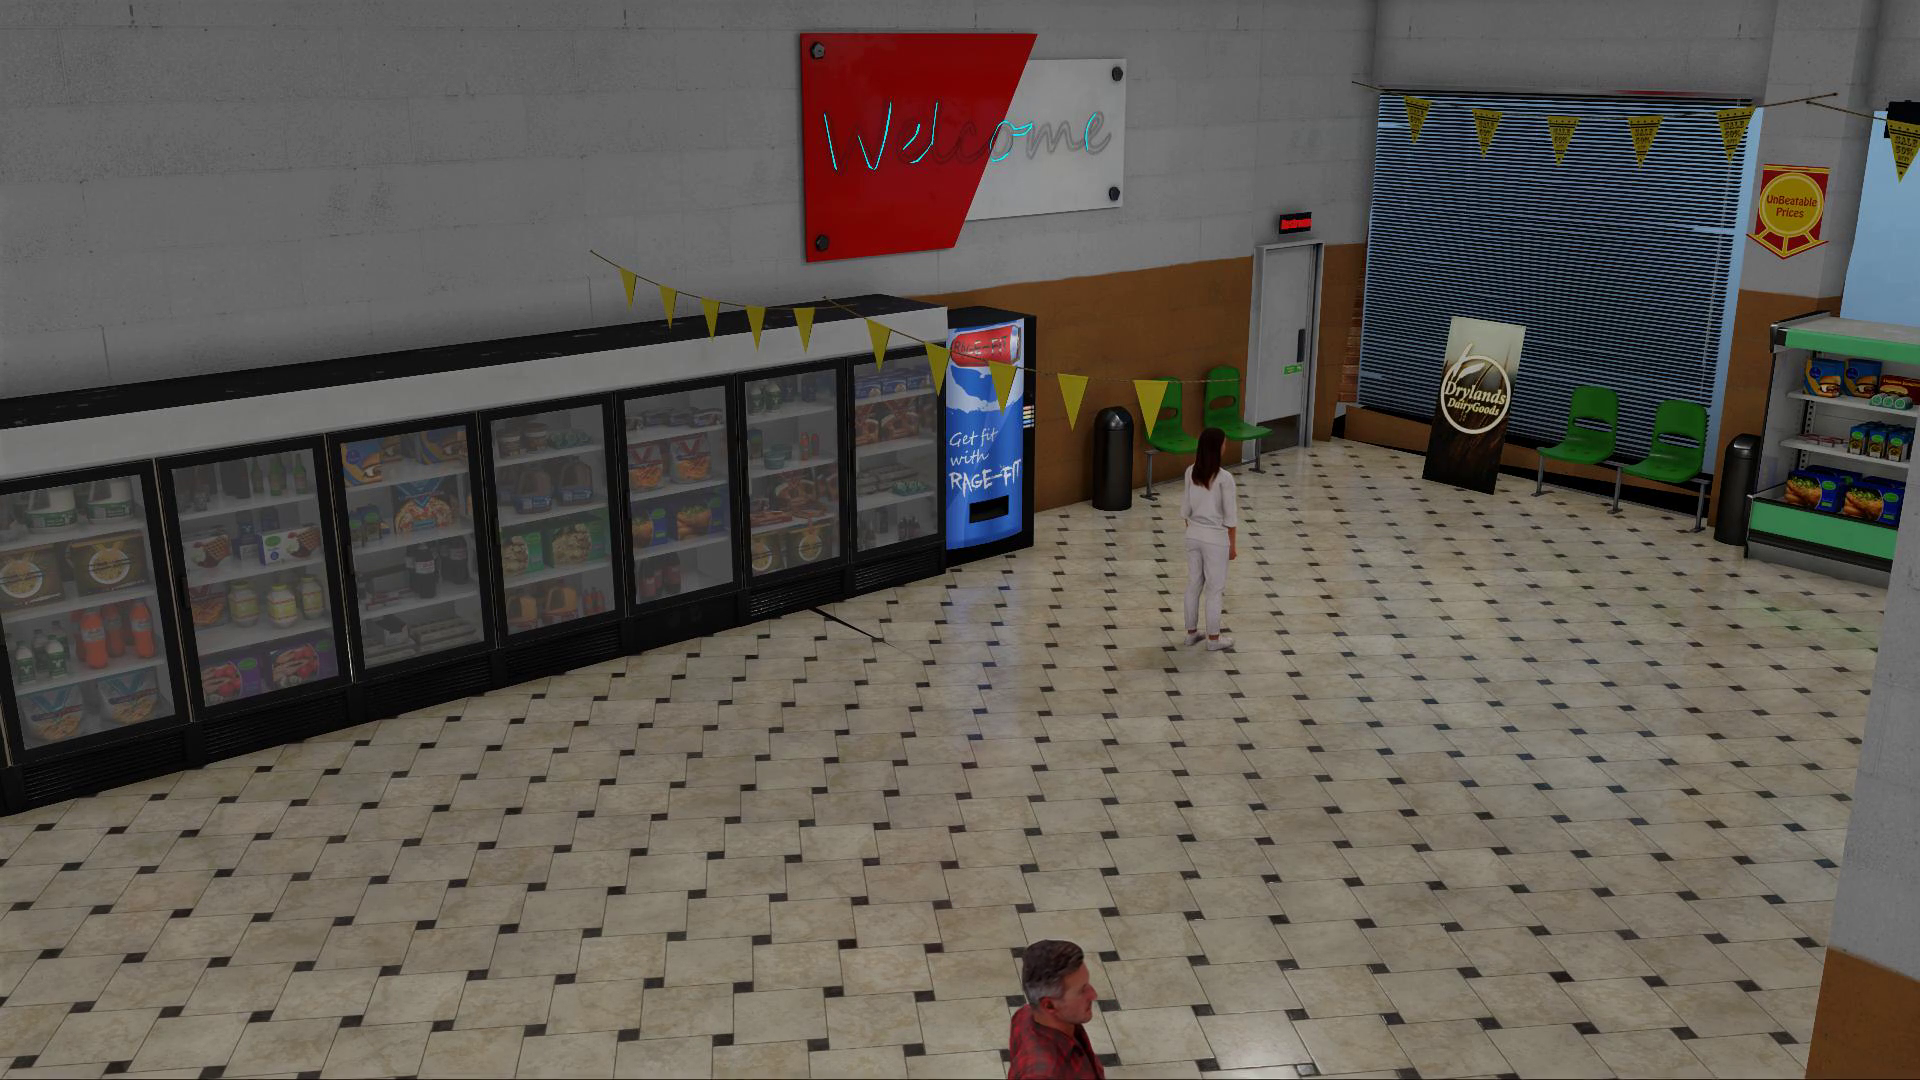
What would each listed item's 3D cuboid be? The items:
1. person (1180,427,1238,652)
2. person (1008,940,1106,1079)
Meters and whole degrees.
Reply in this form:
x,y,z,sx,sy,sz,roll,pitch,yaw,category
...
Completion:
x,y,z,sx,sy,sz,roll,pitch,yaw,category
1.848,-0.014,12.354,0.506,1.688,0.689,15,22,40,person
0.275,2.078,5.220,0.808,1.831,0.742,1,17,4,person
